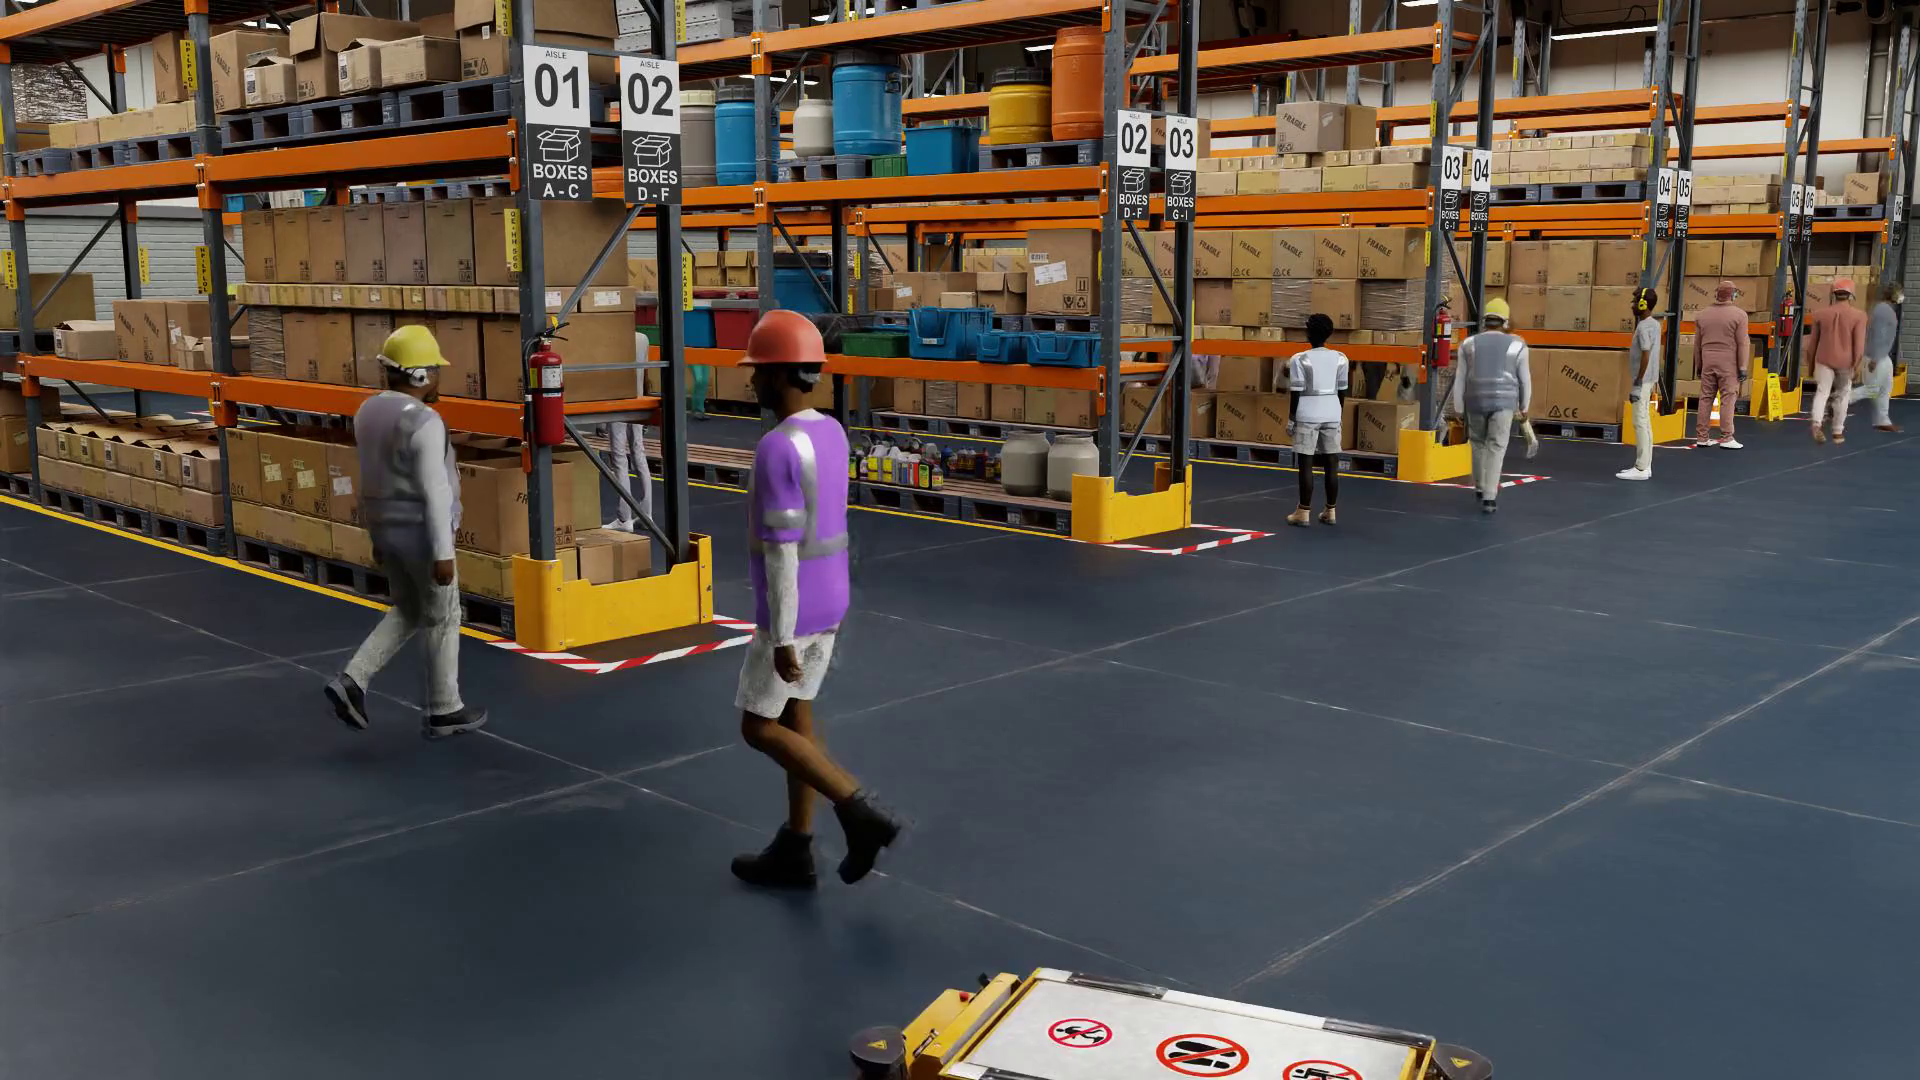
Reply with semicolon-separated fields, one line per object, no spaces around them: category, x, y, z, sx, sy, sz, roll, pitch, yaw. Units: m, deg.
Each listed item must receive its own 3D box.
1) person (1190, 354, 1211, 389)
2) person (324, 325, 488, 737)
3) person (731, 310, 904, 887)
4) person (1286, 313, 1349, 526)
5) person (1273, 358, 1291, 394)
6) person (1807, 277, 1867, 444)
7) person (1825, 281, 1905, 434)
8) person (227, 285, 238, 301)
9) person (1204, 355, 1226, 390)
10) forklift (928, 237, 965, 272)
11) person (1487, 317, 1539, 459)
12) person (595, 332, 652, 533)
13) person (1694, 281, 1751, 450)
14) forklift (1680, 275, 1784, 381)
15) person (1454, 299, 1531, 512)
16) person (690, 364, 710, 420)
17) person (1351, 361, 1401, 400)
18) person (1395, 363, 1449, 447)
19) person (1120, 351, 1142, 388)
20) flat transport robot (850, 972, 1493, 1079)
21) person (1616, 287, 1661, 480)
person;2.771;-2.204;20.029;0.882;2.010;0.607;9;13;42
person;-2.412;-0.022;7.208;0.604;1.811;0.616;8;12;40
person;-0.481;0.218;5.416;0.569;1.921;0.550;3;10;20
person;2.859;-0.965;13.348;0.536;1.697;0.318;-3;10;-20
person;4.070;-2.183;19.945;0.626;1.994;1.050;-6;11;-31
person;10.269;-2.101;19.548;0.612;1.963;0.932;7;12;38
person;11.423;-2.296;20.882;0.821;1.912;0.643;5;11;30
person;-12.197;-3.374;27.873;0.597;1.774;0.948;4;10;25
person;3.453;-2.680;22.947;0.374;1.997;0.613;9;13;44
forklift;-0.326;-5.817;39.609;1.129;2.768;1.873;9;13;43
person;5.935;-1.670;17.954;0.523;1.599;0.738;-5;10;-28
person;-2.629;-0.993;12.995;0.309;1.868;0.535;7;11;36
person;8.748;-2.005;19.074;0.409;1.911;0.650;-6;11;-34
forklift;12.480;-3.427;27.053;1.214;2.155;2.313;9;13;43
person;4.596;-1.171;14.323;0.606;1.786;0.912;5;10;26
person;-3.515;-2.495;22.568;0.474;1.750;0.559;9;13;42
person;5.238;-2.261;20.757;0.629;1.870;0.810;-2;9;-12
person;5.186;-1.952;18.775;0.595;1.905;0.801;-8;12;-41
person;2.264;-2.565;22.768;1.007;1.832;0.567;8;12;39
flat transport robot;0.490;1.300;3.951;1.431;0.197;0.652;4;10;23
person;6.666;-1.532;16.298;0.312;1.869;0.538;6;11;32
